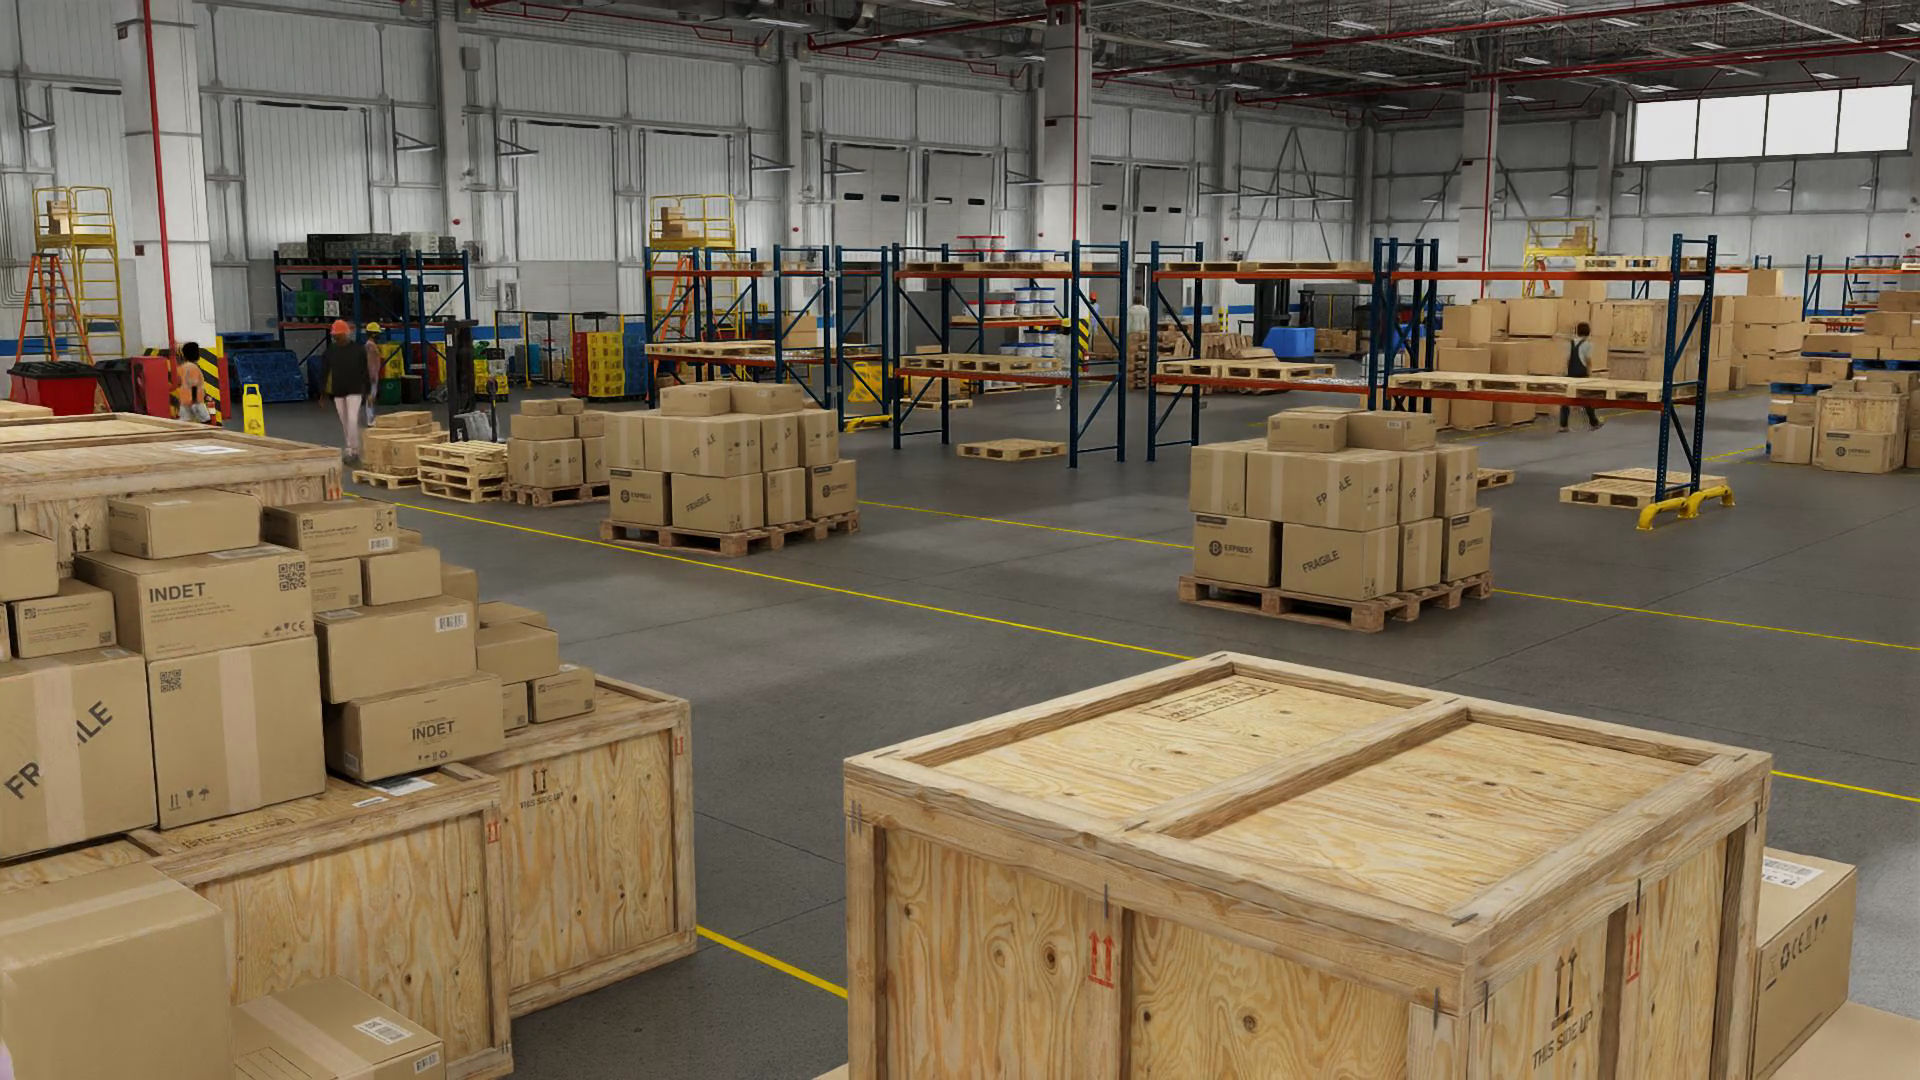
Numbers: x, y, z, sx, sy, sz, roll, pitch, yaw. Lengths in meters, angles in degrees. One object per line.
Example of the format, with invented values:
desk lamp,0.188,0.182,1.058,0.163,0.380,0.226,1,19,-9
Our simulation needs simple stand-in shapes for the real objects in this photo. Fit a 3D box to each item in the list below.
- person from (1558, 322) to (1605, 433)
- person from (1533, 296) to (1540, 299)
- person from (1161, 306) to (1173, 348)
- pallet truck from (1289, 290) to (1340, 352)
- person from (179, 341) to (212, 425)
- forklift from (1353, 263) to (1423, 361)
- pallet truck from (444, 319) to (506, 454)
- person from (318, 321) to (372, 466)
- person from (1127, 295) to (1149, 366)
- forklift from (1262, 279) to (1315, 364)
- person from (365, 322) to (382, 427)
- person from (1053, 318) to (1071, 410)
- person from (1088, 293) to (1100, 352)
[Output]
person,10.143,-2.647,27.093,0.977,1.790,0.535,-6,11,-32
person,15.957,-5.825,46.273,1.017,1.887,0.655,-4,10,-23
person,5.774,-5.761,46.693,0.376,1.624,0.544,-4,10,-22
pallet truck,11.297,-6.951,52.861,1.885,1.965,0.823,-5,11,-29
person,-10.693,-1.921,23.050,0.844,1.664,0.537,-8,12,-41
forklift,12.193,-6.463,47.169,1.873,2.768,1.129,3,10,17
pallet truck,-6.981,-1.942,22.150,1.885,1.965,0.823,1,9,9
person,-8.343,-1.966,22.429,0.662,1.949,0.965,0,9,3
person,4.836,-5.696,45.365,0.627,1.934,0.370,-3,10,-16
forklift,8.555,-6.090,44.881,1.873,2.768,1.129,9,13,43
person,-9.855,-2.777,27.987,0.327,1.765,0.528,-3,10,-17
person,1.999,-3.312,31.353,0.484,1.737,0.322,0,9,2
person,4.099,-6.671,51.379,0.543,1.928,0.393,-5,11,-30
